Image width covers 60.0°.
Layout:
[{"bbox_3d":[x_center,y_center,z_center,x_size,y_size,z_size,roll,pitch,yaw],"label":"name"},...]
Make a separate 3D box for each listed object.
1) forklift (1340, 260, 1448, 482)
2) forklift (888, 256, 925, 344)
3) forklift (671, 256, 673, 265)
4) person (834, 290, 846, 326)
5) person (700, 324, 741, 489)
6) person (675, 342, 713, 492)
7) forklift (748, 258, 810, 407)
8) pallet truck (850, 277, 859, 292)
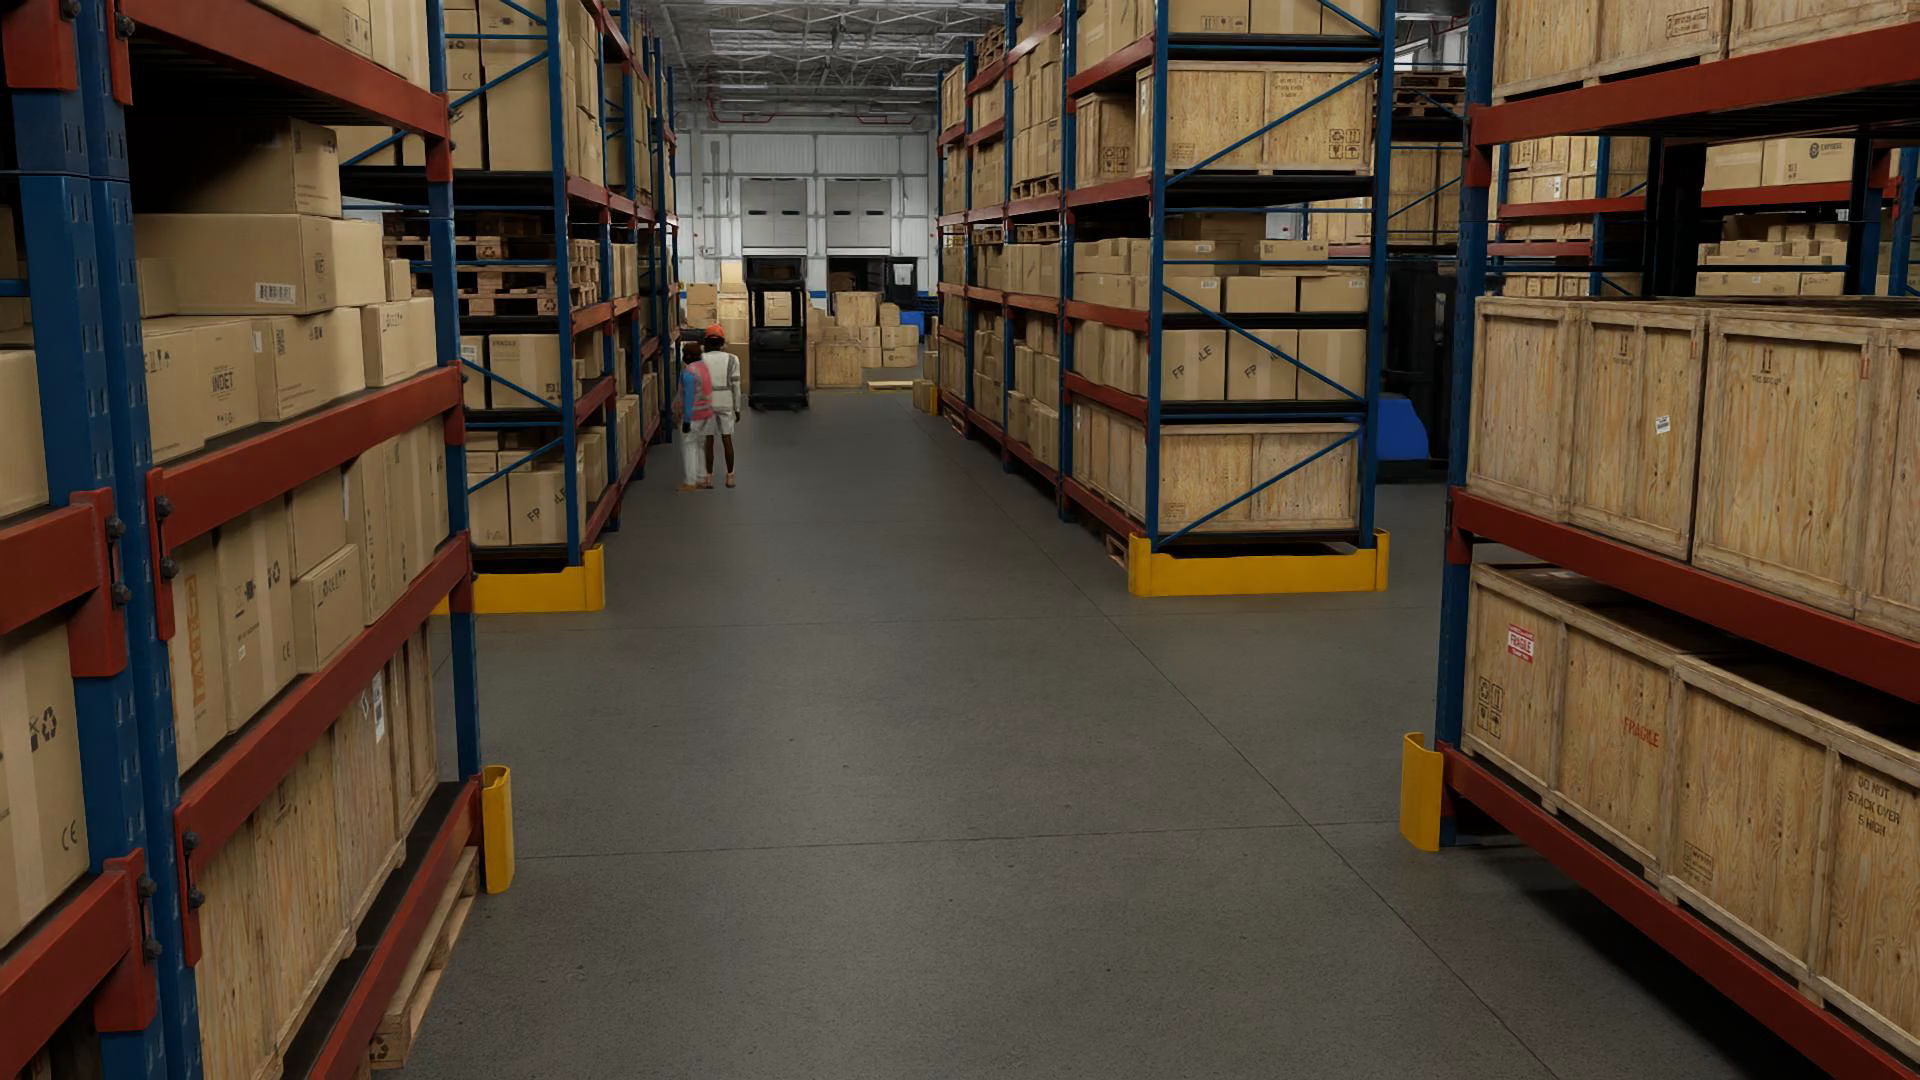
[{"bbox_3d":[5.737,-2.195,21.344,1.873,2.768,1.129,-1,10,-7],"label":"forklift"},{"bbox_3d":[-1.828,-7.711,53.455,1.129,2.768,1.873,-2,10,-13],"label":"forklift"},{"bbox_3d":[-11.044,-9.145,61.805,1.129,2.768,1.873,-1,10,-7],"label":"forklift"},{"bbox_3d":[-3.162,-5.859,45.473,0.591,1.919,0.392,-5,11,-25],"label":"person"},{"bbox_3d":[-3.029,-1.653,20.623,0.615,2.041,0.376,-3,10,-18],"label":"person"},{"bbox_3d":[-3.259,-1.511,20.403,0.429,1.843,0.629,3,10,15],"label":"person"},{"bbox_3d":[-3.479,-4.002,31.866,1.129,2.768,1.873,-1,10,-4],"label":"forklift"},{"bbox_3d":[-3.782,-9.391,65.808,1.885,1.965,0.823,2,10,10],"label":"pallet truck"}]
